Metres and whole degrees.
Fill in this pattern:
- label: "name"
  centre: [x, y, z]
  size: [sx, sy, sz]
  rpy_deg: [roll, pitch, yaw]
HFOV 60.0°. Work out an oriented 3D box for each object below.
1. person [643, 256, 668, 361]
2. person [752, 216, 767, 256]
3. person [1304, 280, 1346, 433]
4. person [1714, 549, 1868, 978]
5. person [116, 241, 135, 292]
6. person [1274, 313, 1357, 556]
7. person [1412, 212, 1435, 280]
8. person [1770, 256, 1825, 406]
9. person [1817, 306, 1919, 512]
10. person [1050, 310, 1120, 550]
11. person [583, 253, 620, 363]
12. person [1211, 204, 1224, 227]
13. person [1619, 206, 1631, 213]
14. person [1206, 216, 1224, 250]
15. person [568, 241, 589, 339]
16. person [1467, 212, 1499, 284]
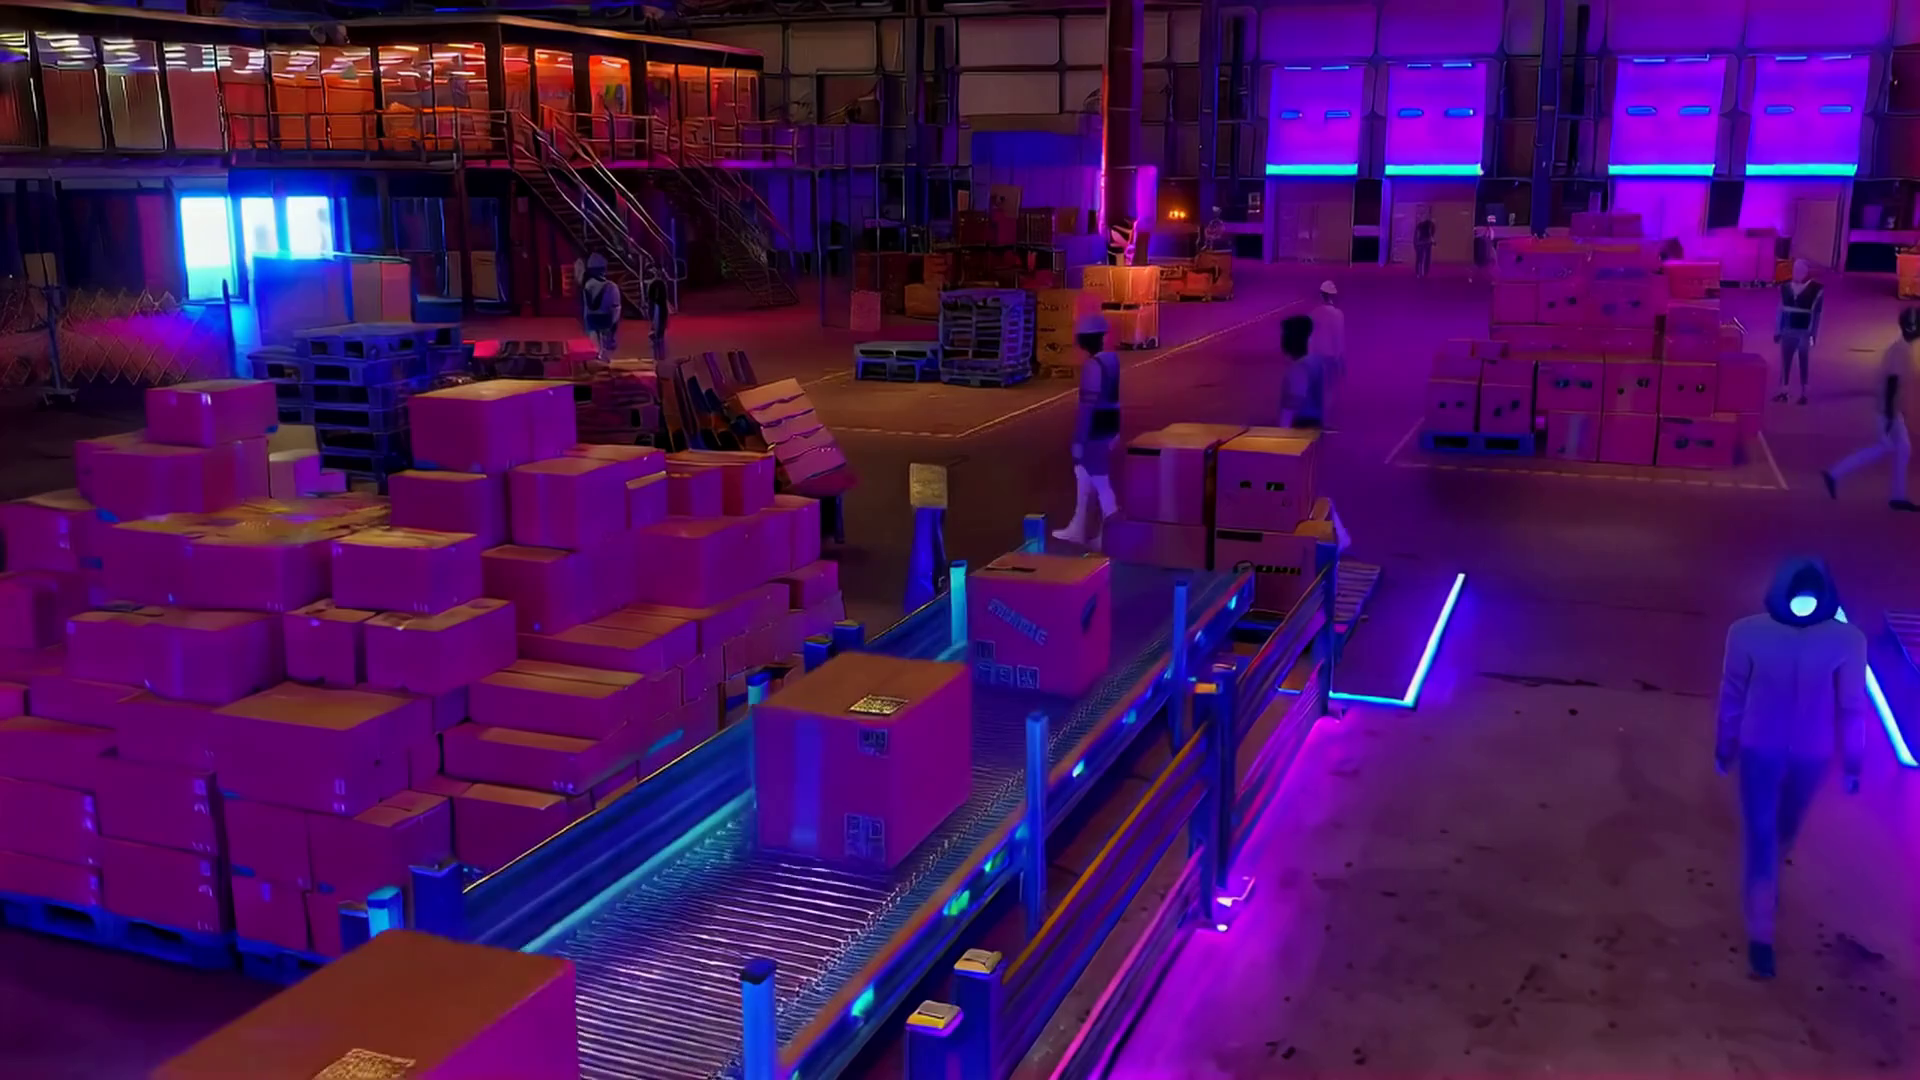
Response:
- label: "person"
  centre: [-4.078, -2.845, 22.233]
  size: [0.322, 1.871, 0.531]
  rpy_deg: [0, 13, -2]
- label: "person"
  centre: [-5.050, -7.182, 41.708]
  size: [0.461, 1.859, 0.595]
  rpy_deg: [-2, 13, -11]
- label: "person"
  centre: [4.209, -2.115, 19.249]
  size: [0.580, 1.744, 0.364]
  rpy_deg: [11, 16, 40]
- label: "person"
  centre: [3.227, 0.802, 6.496]
  size: [0.510, 1.597, 0.832]
  rpy_deg: [4, 13, 17]
- label: "person"
  centre: [-17.717, -5.625, 35.206]
  size: [0.499, 1.636, 0.286]
  rpy_deg: [-3, 13, -11]
- label: "person"
  centre: [2.676, -0.816, 13.024]
  size: [1.000, 1.923, 0.623]
  rpy_deg: [6, 14, 24]
- label: "person"
  centre: [12.698, -8.058, 45.680]
  size: [0.622, 1.845, 0.429]
  rpy_deg: [-4, 13, -17]
- label: "person"
  centre: [10.808, -2.695, 21.468]
  size: [0.384, 1.913, 0.591]
  rpy_deg: [-9, 15, -34]
- label: "person"
  centre: [8.220, -1.179, 14.853]
  size: [0.825, 1.842, 0.539]
  rpy_deg: [7, 14, 27]
- label: "person"
  centre: [0.979, -0.879, 13.317]
  size: [0.769, 1.910, 0.579]
  rpy_deg: [5, 14, 22]
- label: "person"
  centre: [-4.709, -2.782, 21.792]
  size: [0.542, 1.939, 0.368]
  rpy_deg: [6, 14, 24]
- label: "person"
  centre: [7.987, -9.437, 51.618]
  size: [0.380, 1.951, 0.605]
  rpy_deg: [-5, 13, -21]
- label: "person"
  centre: [18.631, -8.389, 46.837]
  size: [0.472, 1.982, 0.631]
  rpy_deg: [-5, 14, -23]
- label: "person"
  centre: [7.097, -8.151, 46.317]
  size: [0.496, 1.729, 0.386]
  rpy_deg: [-1, 13, -6]
- label: "person"
  centre: [-6.419, -4.135, 28.123]
  size: [0.430, 1.833, 0.521]
  rpy_deg: [-2, 13, -7]
- label: "person"
  centre: [13.912, -7.696, 43.927]
  size: [0.828, 1.903, 0.591]
  rpy_deg: [11, 17, 40]
